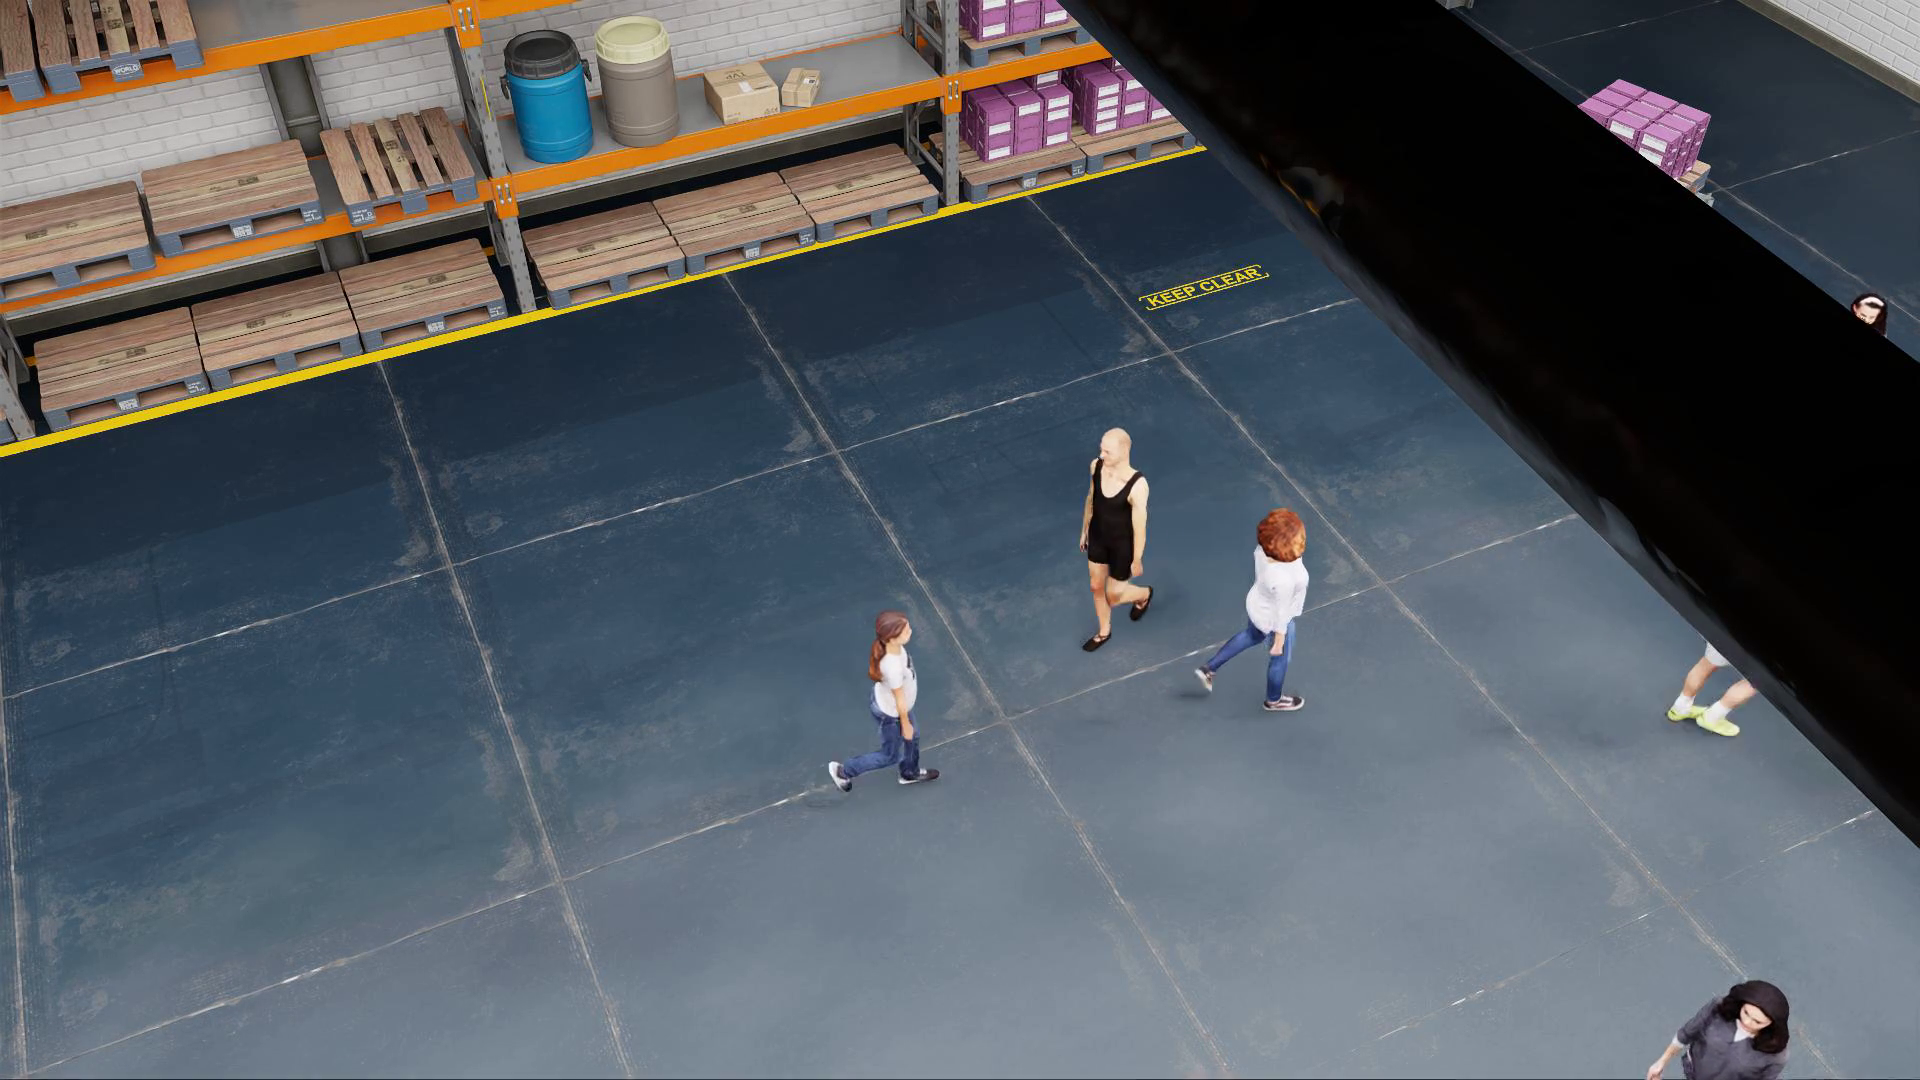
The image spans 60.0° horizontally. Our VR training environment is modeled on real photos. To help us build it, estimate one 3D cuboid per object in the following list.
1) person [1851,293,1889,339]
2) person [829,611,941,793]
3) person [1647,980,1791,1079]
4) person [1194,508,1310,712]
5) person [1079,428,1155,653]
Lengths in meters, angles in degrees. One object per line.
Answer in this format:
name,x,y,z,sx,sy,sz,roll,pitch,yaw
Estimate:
person,6.290,-1.079,12.043,1.010,1.785,1.071,13,45,13
person,-0.461,1.016,10.017,0.988,1.547,0.743,-3,44,-4
person,3.774,2.627,8.202,1.151,1.717,0.656,-21,47,-20
person,1.890,0.454,10.501,1.000,1.693,0.774,-8,44,-8
person,1.077,-0.029,10.930,0.924,1.799,0.801,-33,53,-30
